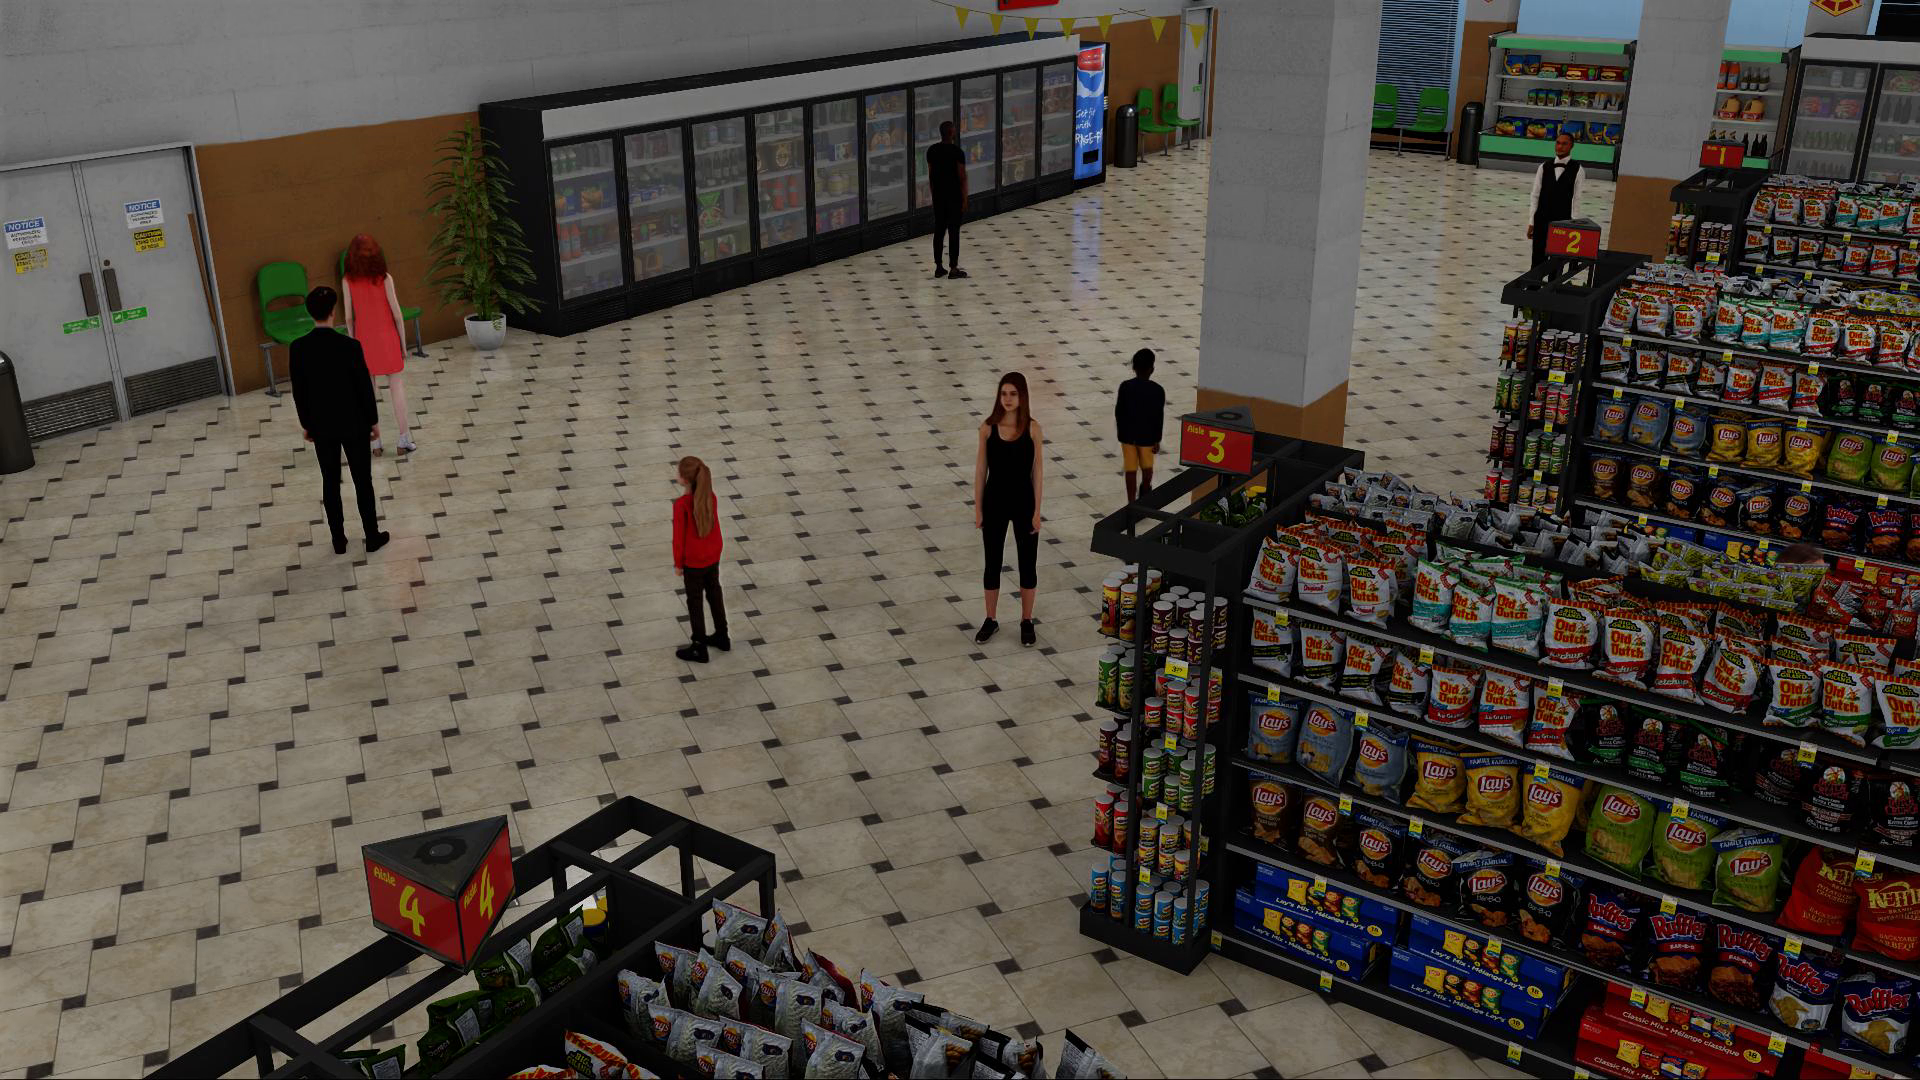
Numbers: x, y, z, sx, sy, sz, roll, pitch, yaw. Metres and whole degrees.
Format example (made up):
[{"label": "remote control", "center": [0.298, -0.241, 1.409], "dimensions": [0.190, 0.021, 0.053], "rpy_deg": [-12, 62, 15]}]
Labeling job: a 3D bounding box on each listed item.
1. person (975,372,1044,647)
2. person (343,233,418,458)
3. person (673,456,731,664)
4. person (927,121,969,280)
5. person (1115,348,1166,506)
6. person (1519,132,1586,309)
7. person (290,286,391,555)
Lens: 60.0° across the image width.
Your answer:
[{"label": "person", "center": [0.313, -0.196, 10.189], "dimensions": [0.568, 1.726, 0.693], "rpy_deg": [4, 22, 9]}, {"label": "person", "center": [-4.723, -1.574, 13.482], "dimensions": [0.640, 1.828, 0.722], "rpy_deg": [-2, 22, -4]}, {"label": "person", "center": [-1.573, 0.105, 10.038], "dimensions": [0.469, 1.280, 0.478], "rpy_deg": [14, 26, 32]}, {"label": "person", "center": [-0.148, -3.986, 19.498], "dimensions": [0.498, 1.819, 0.731], "rpy_deg": [13, 25, 29]}, {"label": "person", "center": [1.305, -0.756, 12.231], "dimensions": [0.840, 1.243, 0.796], "rpy_deg": [3, 22, 7]}, {"label": "person", "center": [6.433, -3.446, 18.019], "dimensions": [0.513, 1.919, 0.743], "rpy_deg": [14, 26, 30]}, {"label": "person", "center": [-4.304, -0.818, 11.517], "dimensions": [0.774, 1.891, 0.844], "rpy_deg": [-3, 22, -7]}]
